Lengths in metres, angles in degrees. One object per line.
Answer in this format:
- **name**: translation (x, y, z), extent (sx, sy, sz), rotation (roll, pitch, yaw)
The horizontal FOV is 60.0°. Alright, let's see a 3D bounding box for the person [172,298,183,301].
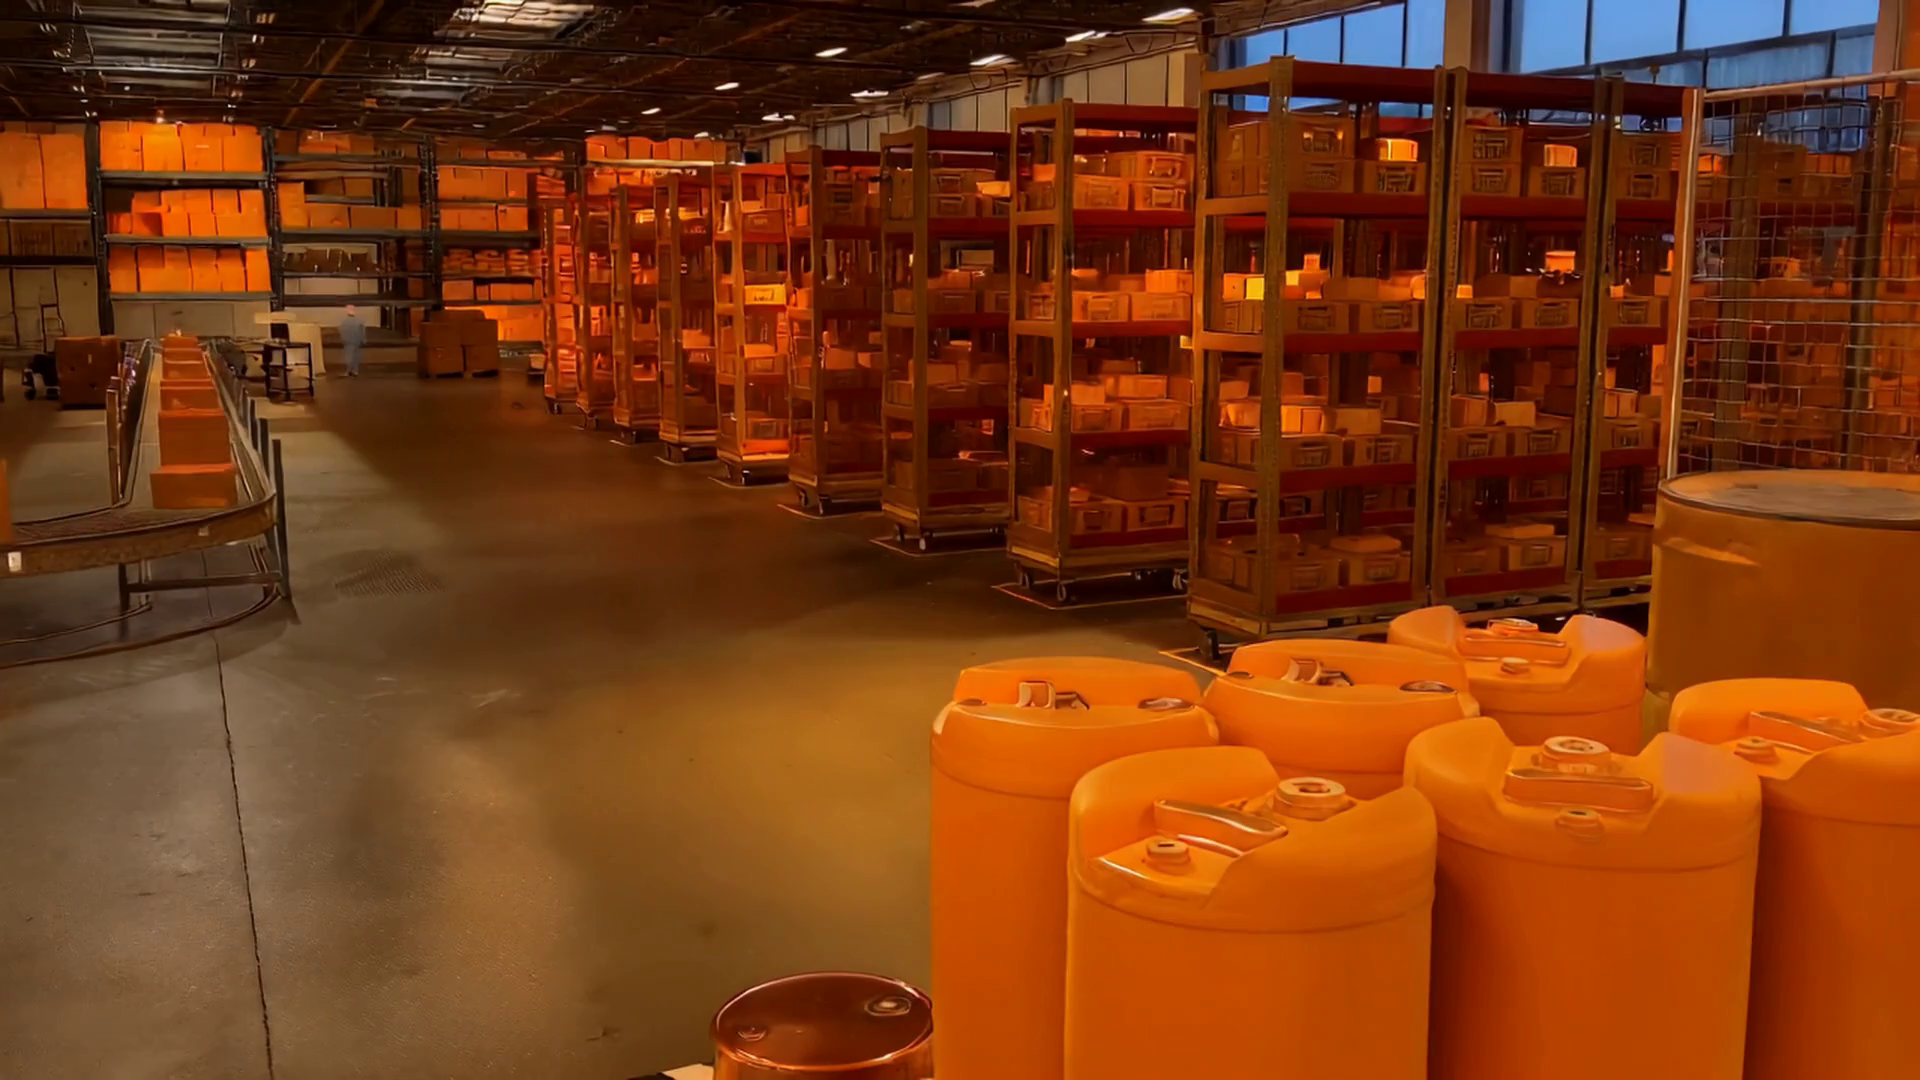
- **person**: translation (-22.126, -6.058, 47.184), extent (0.534, 1.751, 0.532), rotation (-6, 11, -31)

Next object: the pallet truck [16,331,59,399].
- **pallet truck**: translation (-17.082, -3.353, 31.781), extent (1.630, 1.274, 0.653), rotation (-4, 10, -25)

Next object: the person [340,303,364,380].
- **person**: translation (-13.734, -4.506, 37.604), extent (0.517, 1.731, 0.885), rotation (-3, 10, -17)

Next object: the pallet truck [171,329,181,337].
- **pallet truck**: translation (-17.275, -3.851, 35.096), extent (1.601, 1.201, 0.680), rotation (0, 9, 1)
